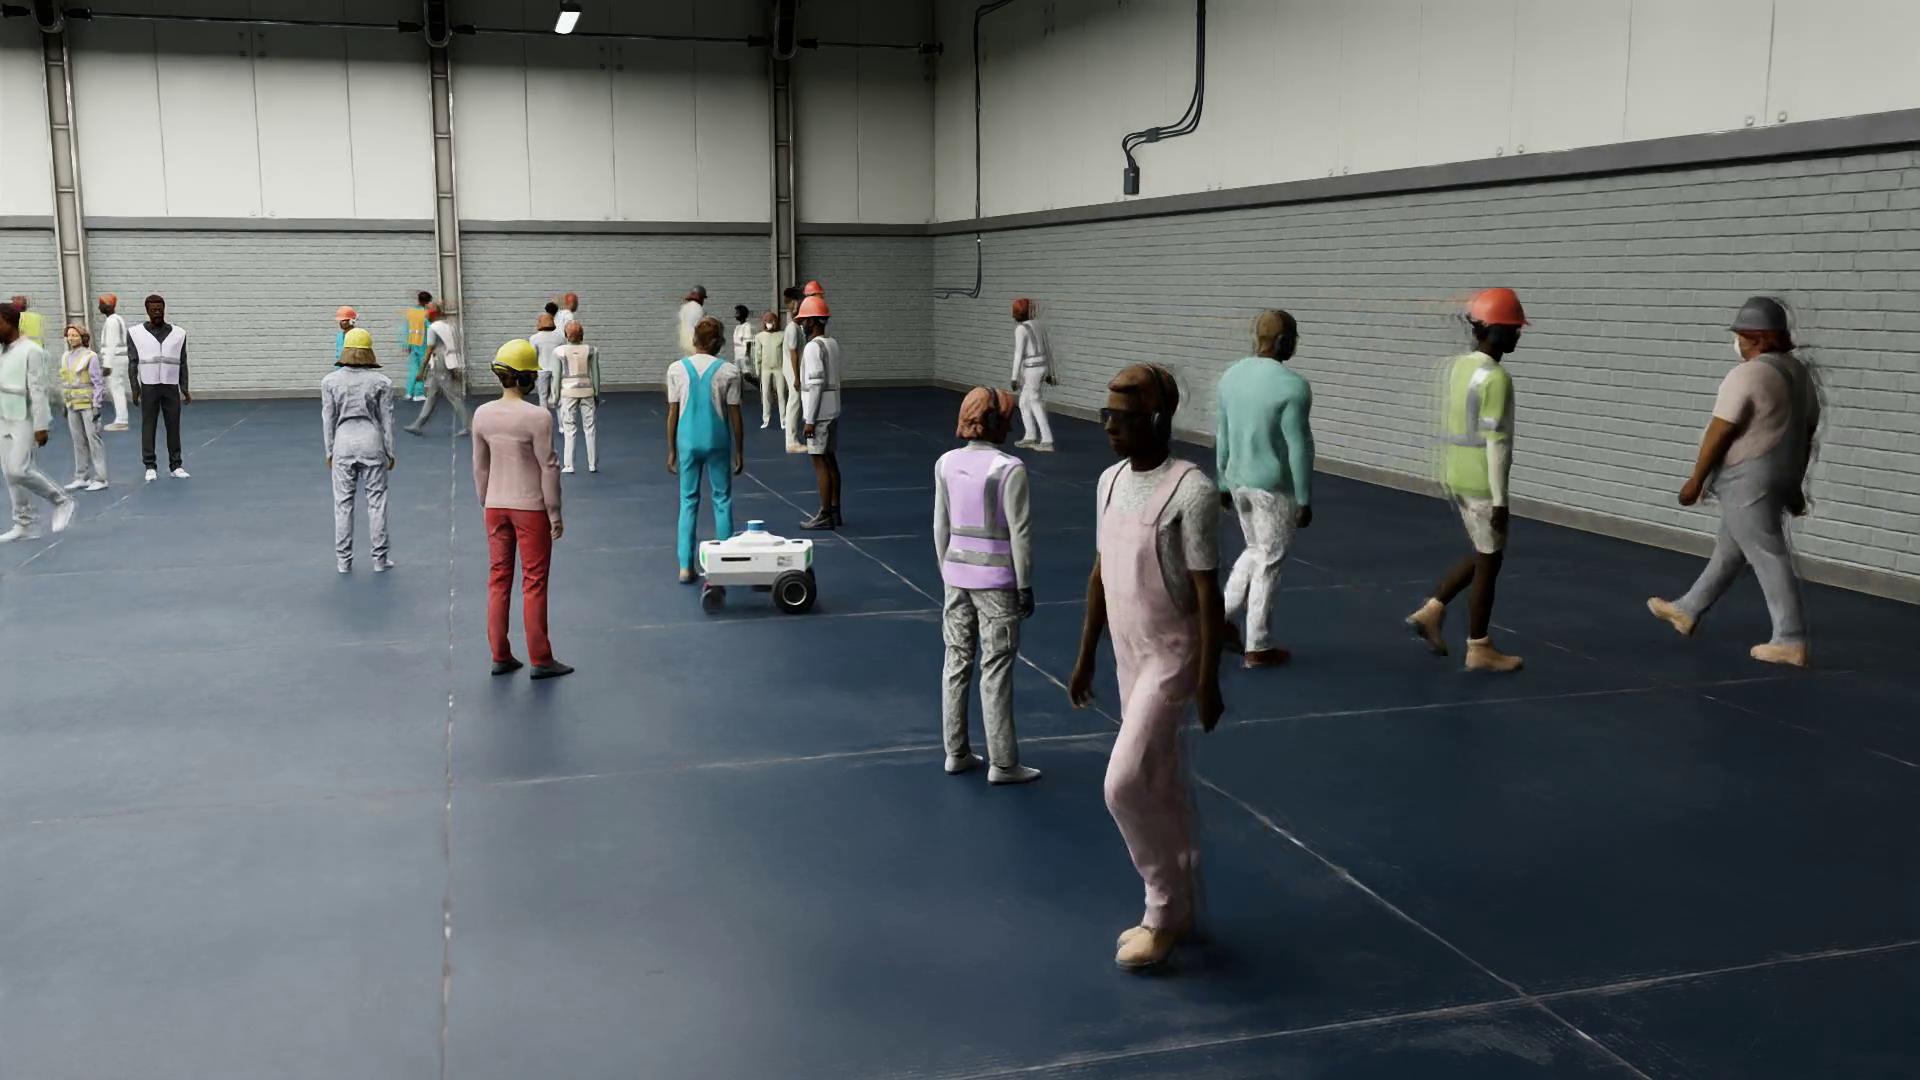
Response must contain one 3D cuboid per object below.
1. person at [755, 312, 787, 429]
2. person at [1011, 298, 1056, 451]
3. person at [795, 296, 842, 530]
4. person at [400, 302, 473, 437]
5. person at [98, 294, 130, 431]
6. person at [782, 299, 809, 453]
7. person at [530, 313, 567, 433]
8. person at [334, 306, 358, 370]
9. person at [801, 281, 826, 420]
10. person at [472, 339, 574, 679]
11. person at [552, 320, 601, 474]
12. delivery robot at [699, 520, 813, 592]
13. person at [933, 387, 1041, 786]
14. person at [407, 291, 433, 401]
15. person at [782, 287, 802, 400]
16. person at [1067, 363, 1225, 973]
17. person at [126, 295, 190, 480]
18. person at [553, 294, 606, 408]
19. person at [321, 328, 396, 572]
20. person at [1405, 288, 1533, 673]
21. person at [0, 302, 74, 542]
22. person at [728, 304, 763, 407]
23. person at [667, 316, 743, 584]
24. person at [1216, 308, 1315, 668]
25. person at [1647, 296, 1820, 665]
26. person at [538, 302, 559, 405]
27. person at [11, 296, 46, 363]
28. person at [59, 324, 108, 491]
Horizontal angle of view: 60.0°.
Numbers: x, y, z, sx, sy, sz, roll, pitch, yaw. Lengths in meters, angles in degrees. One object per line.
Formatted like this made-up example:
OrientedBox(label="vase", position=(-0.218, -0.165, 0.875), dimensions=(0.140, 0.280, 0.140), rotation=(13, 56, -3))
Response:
OrientedBox(label="person", position=(-2.605, -2.355, 23.160), dimensions=(0.499, 1.627, 0.280), rotation=(1, 9, 4))
OrientedBox(label="person", position=(0.863, -1.997, 20.149), dimensions=(0.707, 1.843, 0.596), rotation=(4, 10, 22))
OrientedBox(label="person", position=(-1.185, -1.046, 13.810), dimensions=(0.377, 1.936, 0.549), rotation=(2, 9, 15))
OrientedBox(label="person", position=(-6.880, -2.236, 21.917), dimensions=(1.017, 1.779, 0.583), rotation=(-1, 9, -4))
OrientedBox(label="person", position=(-11.644, -2.444, 22.900), dimensions=(0.353, 1.882, 0.588), rotation=(-4, 10, -23))
OrientedBox(label="person", position=(-1.967, -1.964, 19.967), dimensions=(0.327, 1.842, 0.511), rotation=(-1, 9, -6))
OrientedBox(label="person", position=(-5.547, -2.248, 22.475), dimensions=(0.502, 1.629, 0.289), rotation=(-4, 10, -23))
OrientedBox(label="person", position=(-7.706, -2.081, 21.041), dimensions=(0.563, 1.742, 0.360), rotation=(6, 11, 33))
OrientedBox(label="person", position=(-2.147, -2.778, 24.508), dimensions=(0.364, 2.048, 0.611), rotation=(4, 10, 25))
OrientedBox(label="person", position=(-2.286, -0.155, 8.672), dimensions=(0.530, 1.768, 0.312), rotation=(4, 10, 24))
OrientedBox(label="person", position=(-4.098, -1.526, 17.806), dimensions=(0.510, 1.644, 0.308), rotation=(-4, 10, -25))
OrientedBox(label="delivery robot", position=(-1.283, 0.120, 10.466), dimensions=(0.707, 0.478, 0.477), rotation=(-1, 9, -6))
OrientedBox(label="person", position=(0.099, 0.191, 6.870), dimensions=(0.512, 1.638, 0.312), rotation=(9, 12, 44))
OrientedBox(label="person", position=(-9.243, -3.305, 28.479), dimensions=(0.692, 1.860, 0.381), rotation=(6, 11, 34))
OrientedBox(label="person", position=(-2.896, -3.367, 28.614), dimensions=(0.741, 1.933, 0.649), rotation=(3, 9, 18))
OrientedBox(label="person", position=(0.554, 0.386, 5.012), dimensions=(0.538, 1.828, 0.502), rotation=(-4, 10, -23))
OrientedBox(label="person", position=(-8.334, -1.588, 17.326), dimensions=(0.593, 1.920, 0.392), rotation=(-8, 12, -41))
OrientedBox(label="person", position=(-6.217, -3.059, 26.979), dimensions=(0.920, 1.841, 0.565), rotation=(-5, 10, -30))
OrientedBox(label="person", position=(-4.273, -0.636, 11.858), dimensions=(0.488, 1.733, 0.340), rotation=(-2, 9, -13))
OrientedBox(label="person", position=(2.719, -0.296, 8.718), dimensions=(0.490, 2.033, 0.627), rotation=(0, 9, -2))
OrientedBox(label="person", position=(-7.447, -0.936, 13.218), dimensions=(0.610, 1.899, 0.490), rotation=(5, 10, 30))
OrientedBox(label="person", position=(-3.472, -2.992, 27.046), dimensions=(0.624, 1.677, 0.542), rotation=(-7, 11, -38))
OrientedBox(label="person", position=(-1.738, -0.609, 11.366), dimensions=(0.523, 1.835, 0.372), rotation=(0, 9, 2))
OrientedBox(label="person", position=(1.636, -0.266, 8.872), dimensions=(0.434, 1.923, 0.650), rotation=(-6, 11, -32))
OrientedBox(label="person", position=(4.328, -0.378, 9.221), dimensions=(0.695, 2.000, 1.056), rotation=(-7, 11, -38))
OrientedBox(label="person", position=(-6.748, -3.087, 27.592), dimensions=(0.539, 1.695, 0.319), rotation=(-7, 11, -37))
OrientedBox(label="person", position=(-14.825, -2.939, 26.258), dimensions=(0.805, 1.812, 0.607), rotation=(1, 9, 4))
OrientedBox(label="person", position=(-8.647, -1.305, 16.391), dimensions=(0.522, 1.645, 0.305), rotation=(4, 10, 26))
